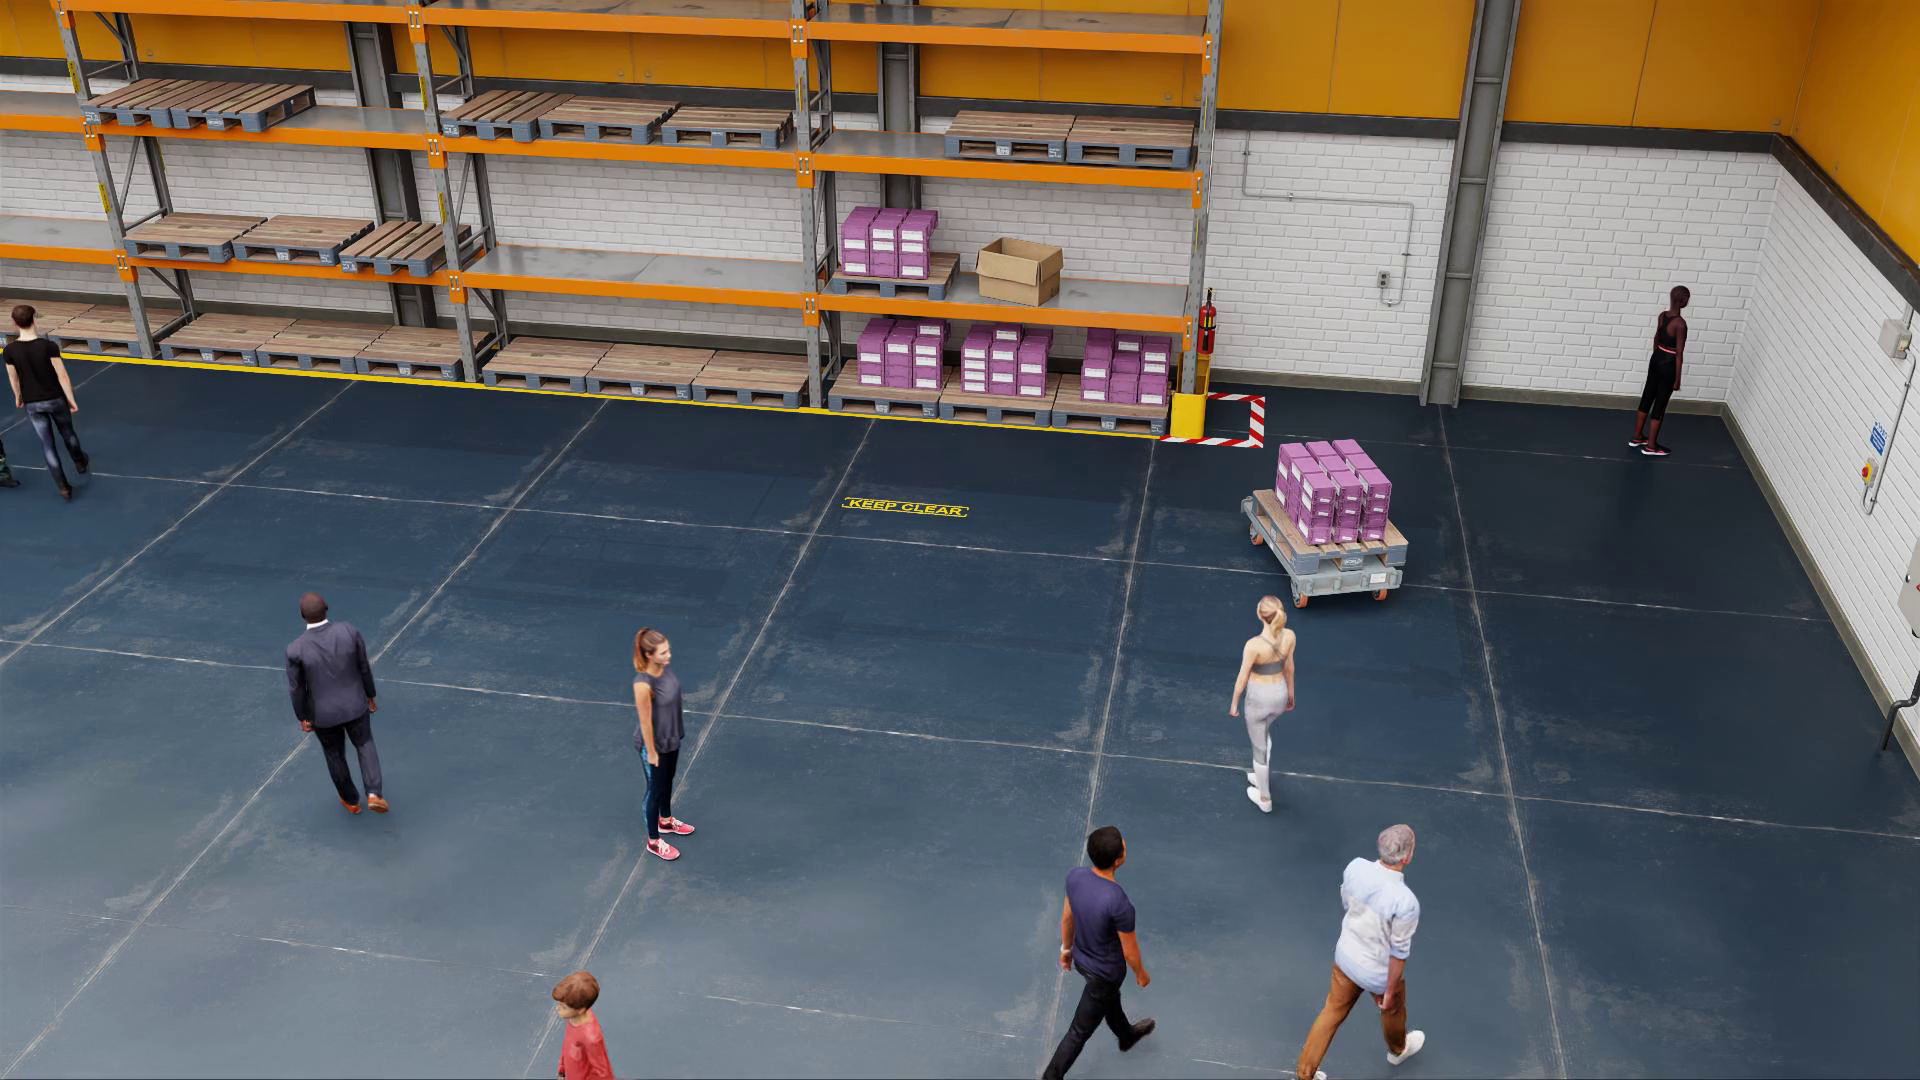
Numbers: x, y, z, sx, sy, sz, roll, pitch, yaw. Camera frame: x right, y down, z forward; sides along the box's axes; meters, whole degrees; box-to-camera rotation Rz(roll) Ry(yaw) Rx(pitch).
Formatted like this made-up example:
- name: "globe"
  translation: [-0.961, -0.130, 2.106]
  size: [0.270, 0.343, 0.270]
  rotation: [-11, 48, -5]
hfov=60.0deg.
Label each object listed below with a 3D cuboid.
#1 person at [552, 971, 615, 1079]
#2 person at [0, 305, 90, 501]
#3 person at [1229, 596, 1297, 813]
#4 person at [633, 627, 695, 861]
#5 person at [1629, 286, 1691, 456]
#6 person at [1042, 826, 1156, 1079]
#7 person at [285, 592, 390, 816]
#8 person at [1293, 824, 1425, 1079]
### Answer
- name: "person"
  translation: [-1.880, 2.843, 8.825]
  size: [1.016, 1.378, 0.890]
  rotation: [-14, 32, -24]
- name: "person"
  translation: [-8.728, -1.273, 15.864]
  size: [1.141, 1.862, 1.122]
  rotation: [-12, 31, -21]
- name: "person"
  translation: [2.171, 1.177, 11.553]
  size: [0.726, 1.690, 0.800]
  rotation: [-11, 31, -20]
- name: "person"
  translation: [-2.023, 1.340, 11.217]
  size: [0.543, 1.725, 0.578]
  rotation: [7, 29, 13]
- name: "person"
  translation: [7.100, -1.730, 16.806]
  size: [0.662, 1.763, 0.660]
  rotation: [-7, 29, -13]
- name: "person"
  translation: [0.703, 2.412, 9.231]
  size: [1.231, 1.745, 1.156]
  rotation: [-19, 34, -30]
- name: "person"
  translation: [-4.243, 1.184, 11.411]
  size: [0.955, 1.812, 1.009]
  rotation: [-16, 32, -27]
- name: "person"
  translation: [2.211, 2.383, 9.247]
  size: [1.253, 1.780, 1.208]
  rotation: [-19, 34, -31]
